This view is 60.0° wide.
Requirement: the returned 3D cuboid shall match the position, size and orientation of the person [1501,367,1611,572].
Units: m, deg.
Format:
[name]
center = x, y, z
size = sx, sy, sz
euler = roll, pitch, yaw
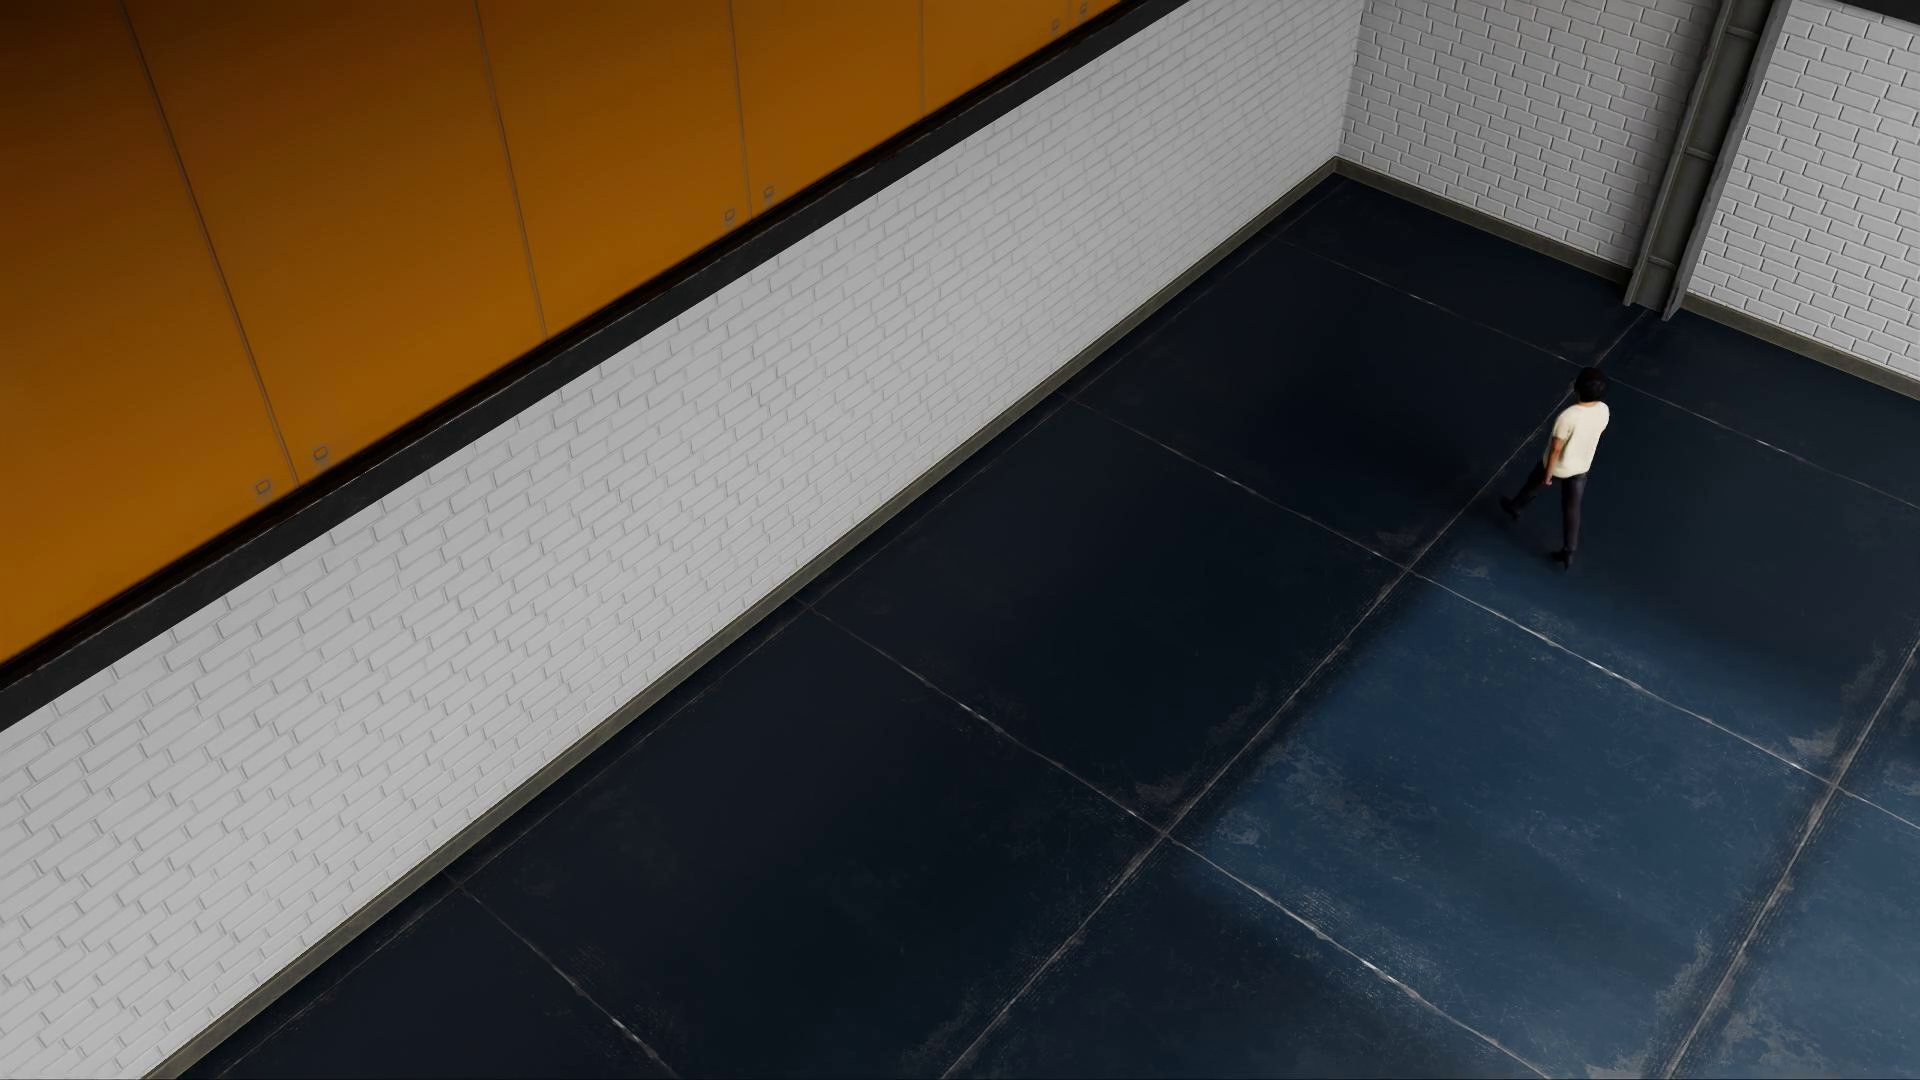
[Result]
[person]
center = 4.184, -0.454, 11.373
size = 0.942, 1.545, 1.090
euler = -11, 45, -11
